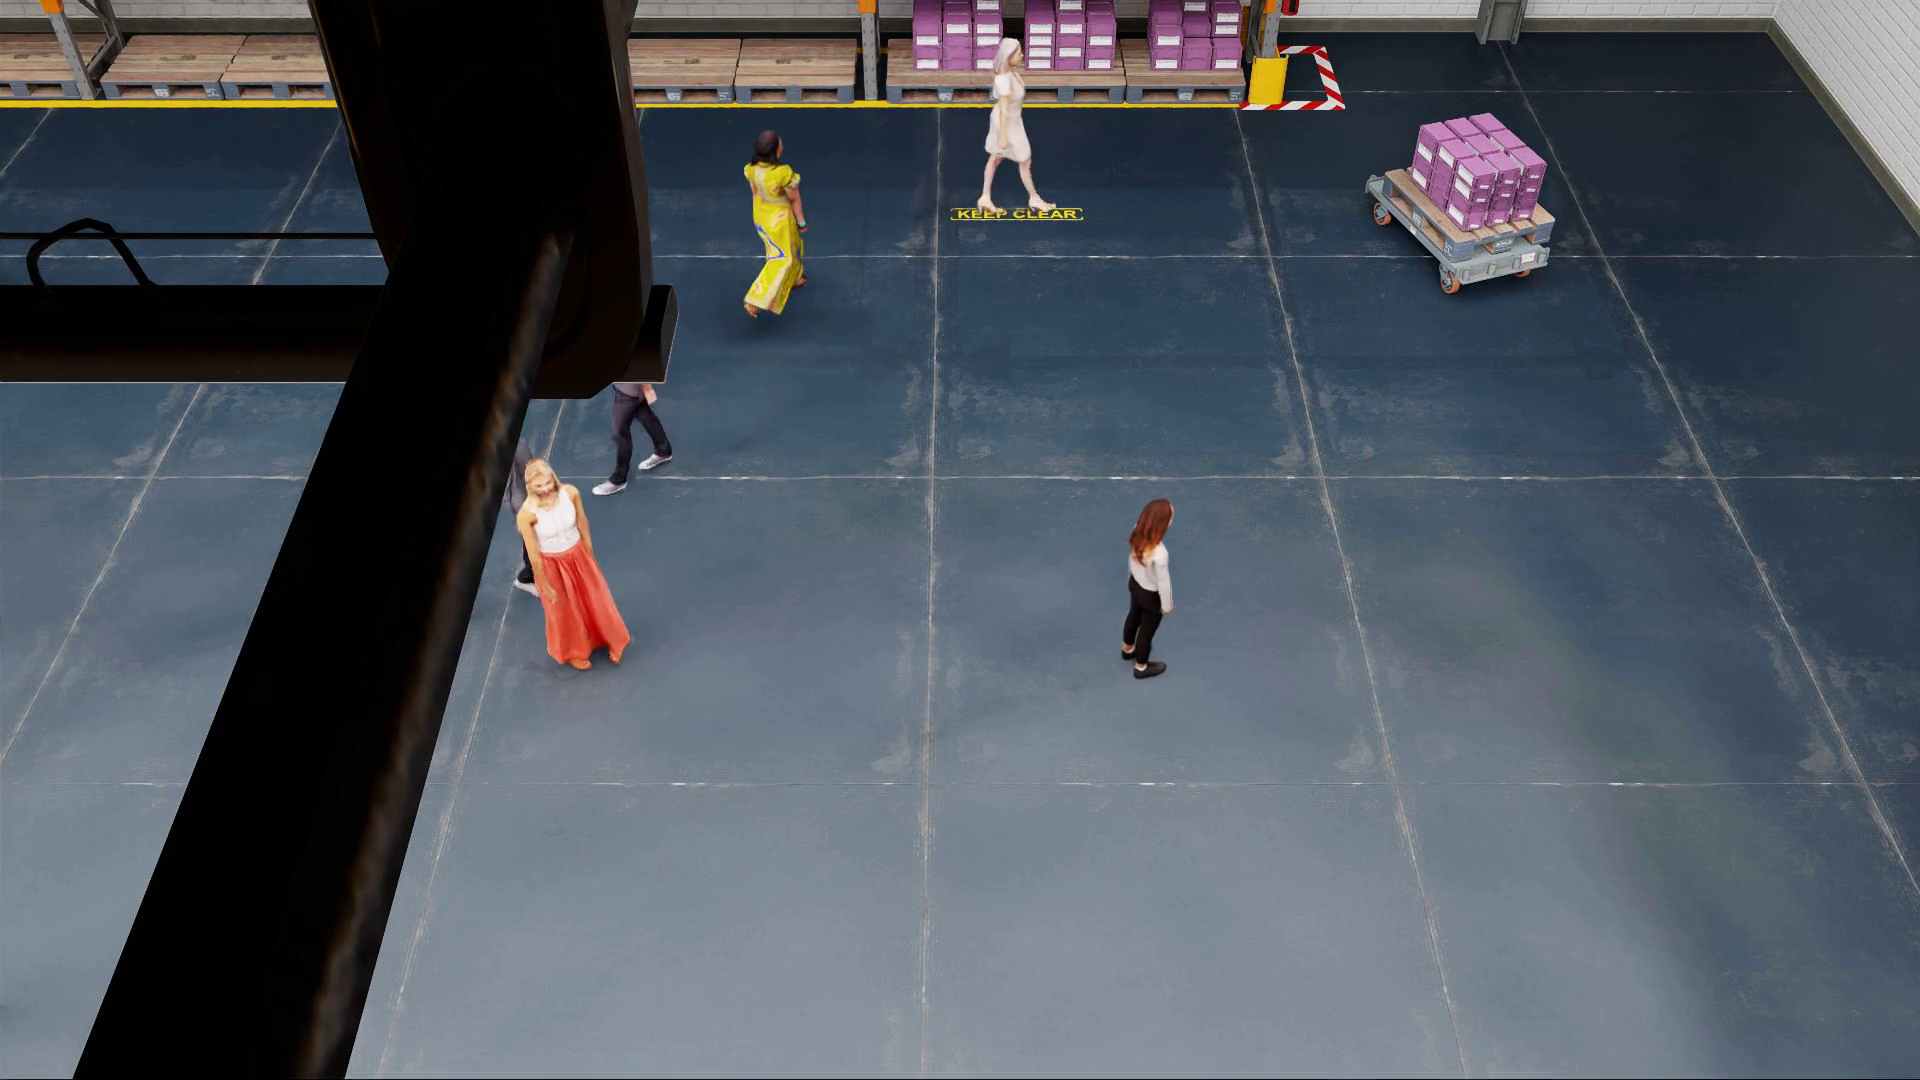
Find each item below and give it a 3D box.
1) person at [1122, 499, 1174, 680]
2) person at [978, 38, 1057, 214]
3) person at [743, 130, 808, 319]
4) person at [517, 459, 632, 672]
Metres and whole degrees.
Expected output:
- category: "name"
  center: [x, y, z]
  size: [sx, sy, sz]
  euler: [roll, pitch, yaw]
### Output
- category: "person"
  center: [1.210, 0.312, 10.862]
  size: [0.616, 1.484, 0.625]
  euler: [-17, 46, -17]
- category: "person"
  center: [0.318, -3.660, 14.866]
  size: [0.938, 1.712, 0.620]
  euler: [-1, 44, -1]
- category: "person"
  center: [-1.562, -2.591, 13.804]
  size: [1.176, 1.629, 1.197]
  euler: [29, 51, 27]
- category: "person"
  center: [-2.614, 0.149, 10.812]
  size: [0.782, 1.790, 0.872]
  euler: [-32, 52, -29]
